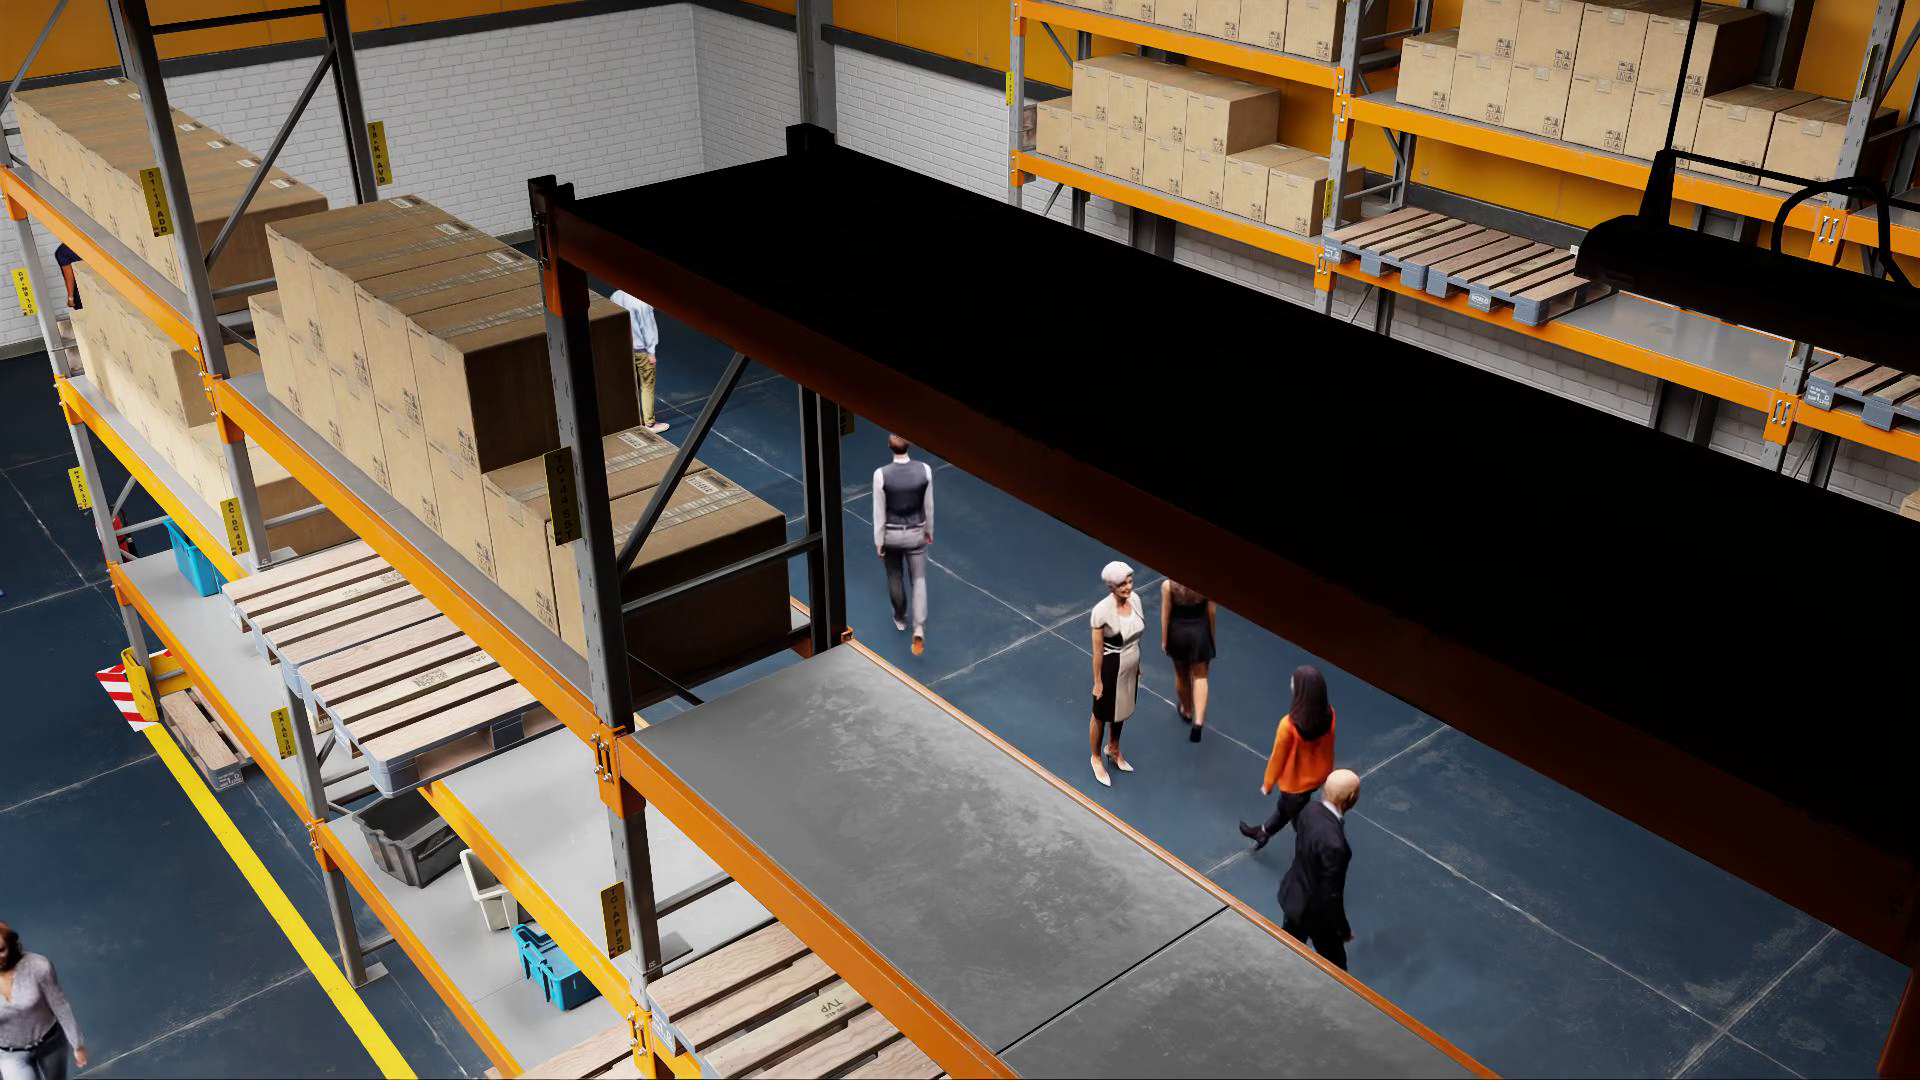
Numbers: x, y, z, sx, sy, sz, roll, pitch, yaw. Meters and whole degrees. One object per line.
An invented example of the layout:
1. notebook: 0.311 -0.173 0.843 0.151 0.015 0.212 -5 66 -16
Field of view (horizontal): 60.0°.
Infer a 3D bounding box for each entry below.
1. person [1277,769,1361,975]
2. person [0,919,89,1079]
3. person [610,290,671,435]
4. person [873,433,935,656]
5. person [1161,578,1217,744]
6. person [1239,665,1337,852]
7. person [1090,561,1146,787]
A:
1. person: 1.966 2.143 9.677 1.048 1.749 1.070 -2 29 -4
2. person: -4.870 2.647 8.759 0.757 1.744 1.201 -16 32 -27
3. person: -3.330 -1.971 17.154 0.566 1.812 0.775 22 35 34
4. person: -0.430 0.009 13.418 1.045 1.913 1.210 -4 29 -7
5. person: 1.692 0.769 12.299 0.931 1.651 1.035 1 29 1
6. person: 2.254 1.622 10.686 0.642 1.698 1.114 -20 35 -32
7. person: 1.102 0.933 11.889 0.628 1.756 0.529 -24 37 -37
